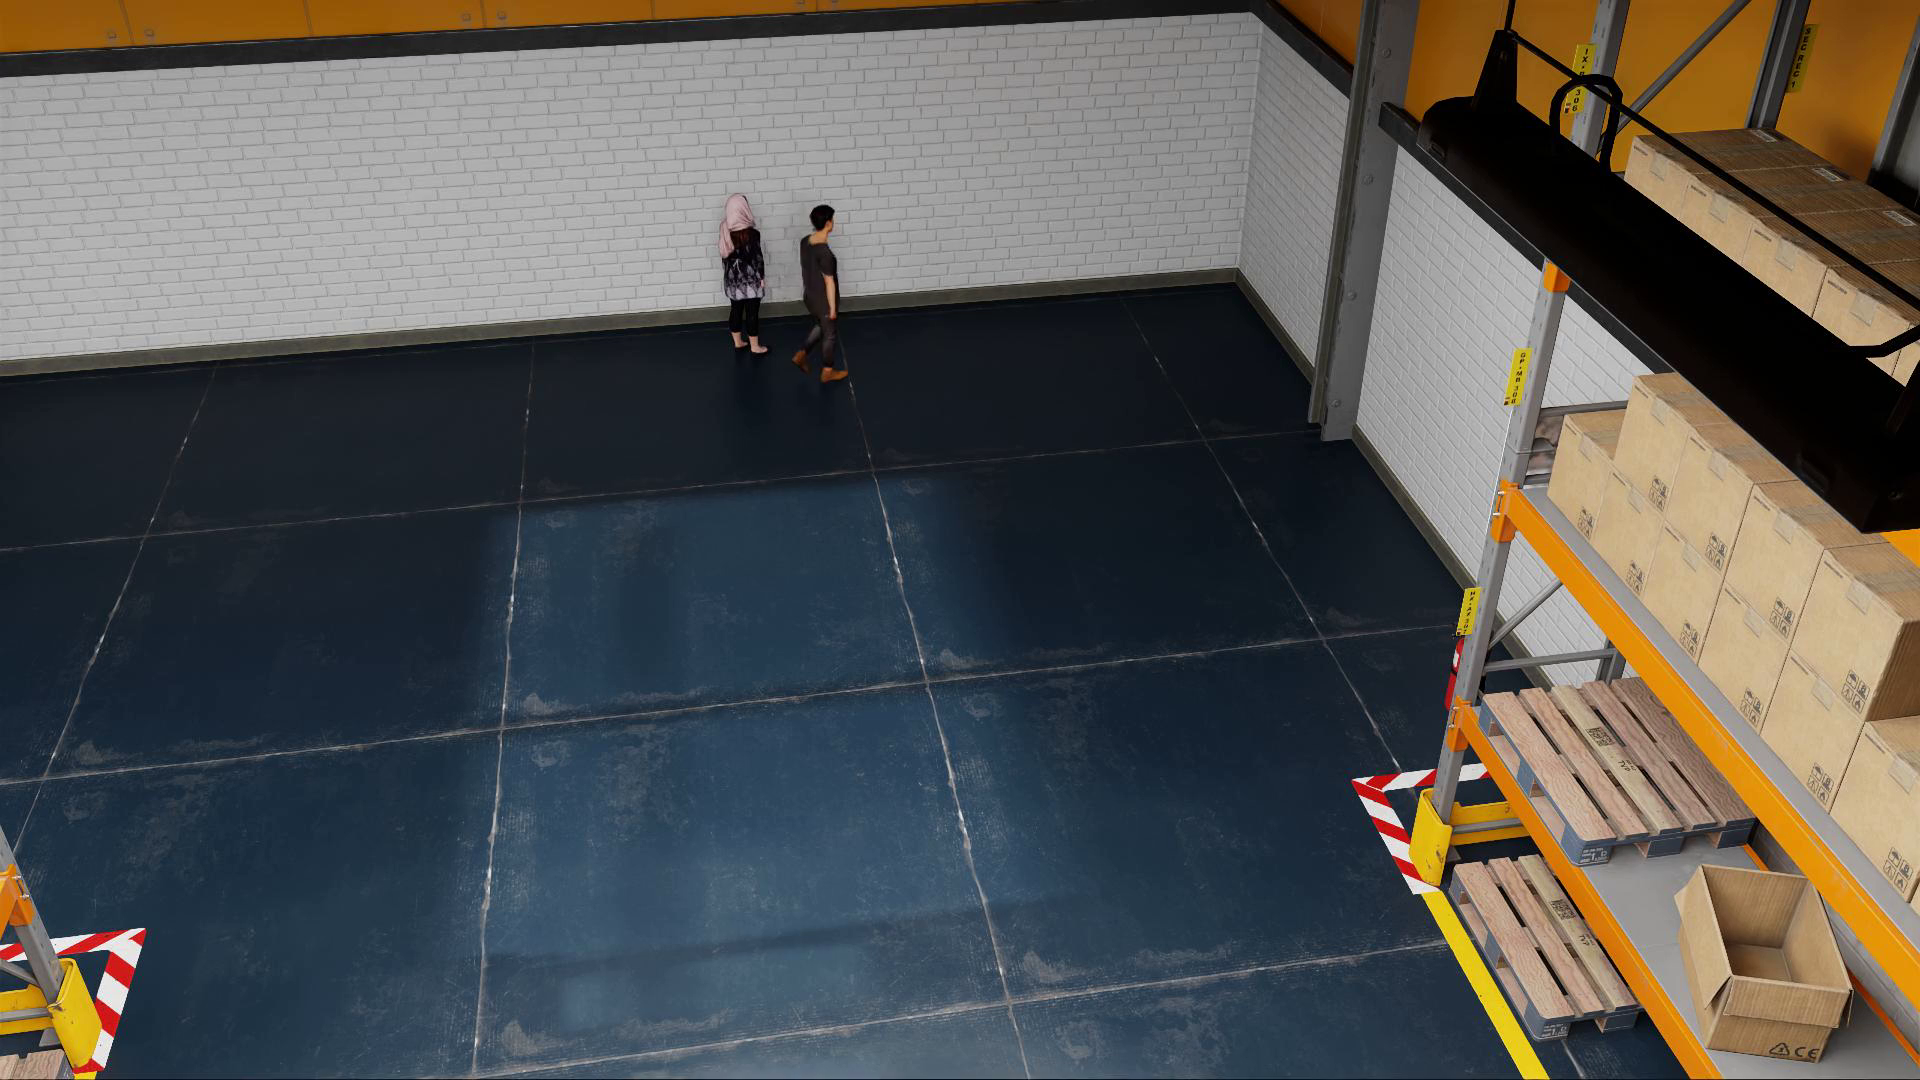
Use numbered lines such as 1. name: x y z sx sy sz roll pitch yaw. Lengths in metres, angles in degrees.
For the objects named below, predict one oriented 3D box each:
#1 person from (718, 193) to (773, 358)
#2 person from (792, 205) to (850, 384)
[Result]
1. person: -2.075 -2.535 15.890 0.754 1.636 0.807 19 38 26
2. person: -1.352 -2.257 15.417 0.874 1.698 0.811 -17 37 -24
